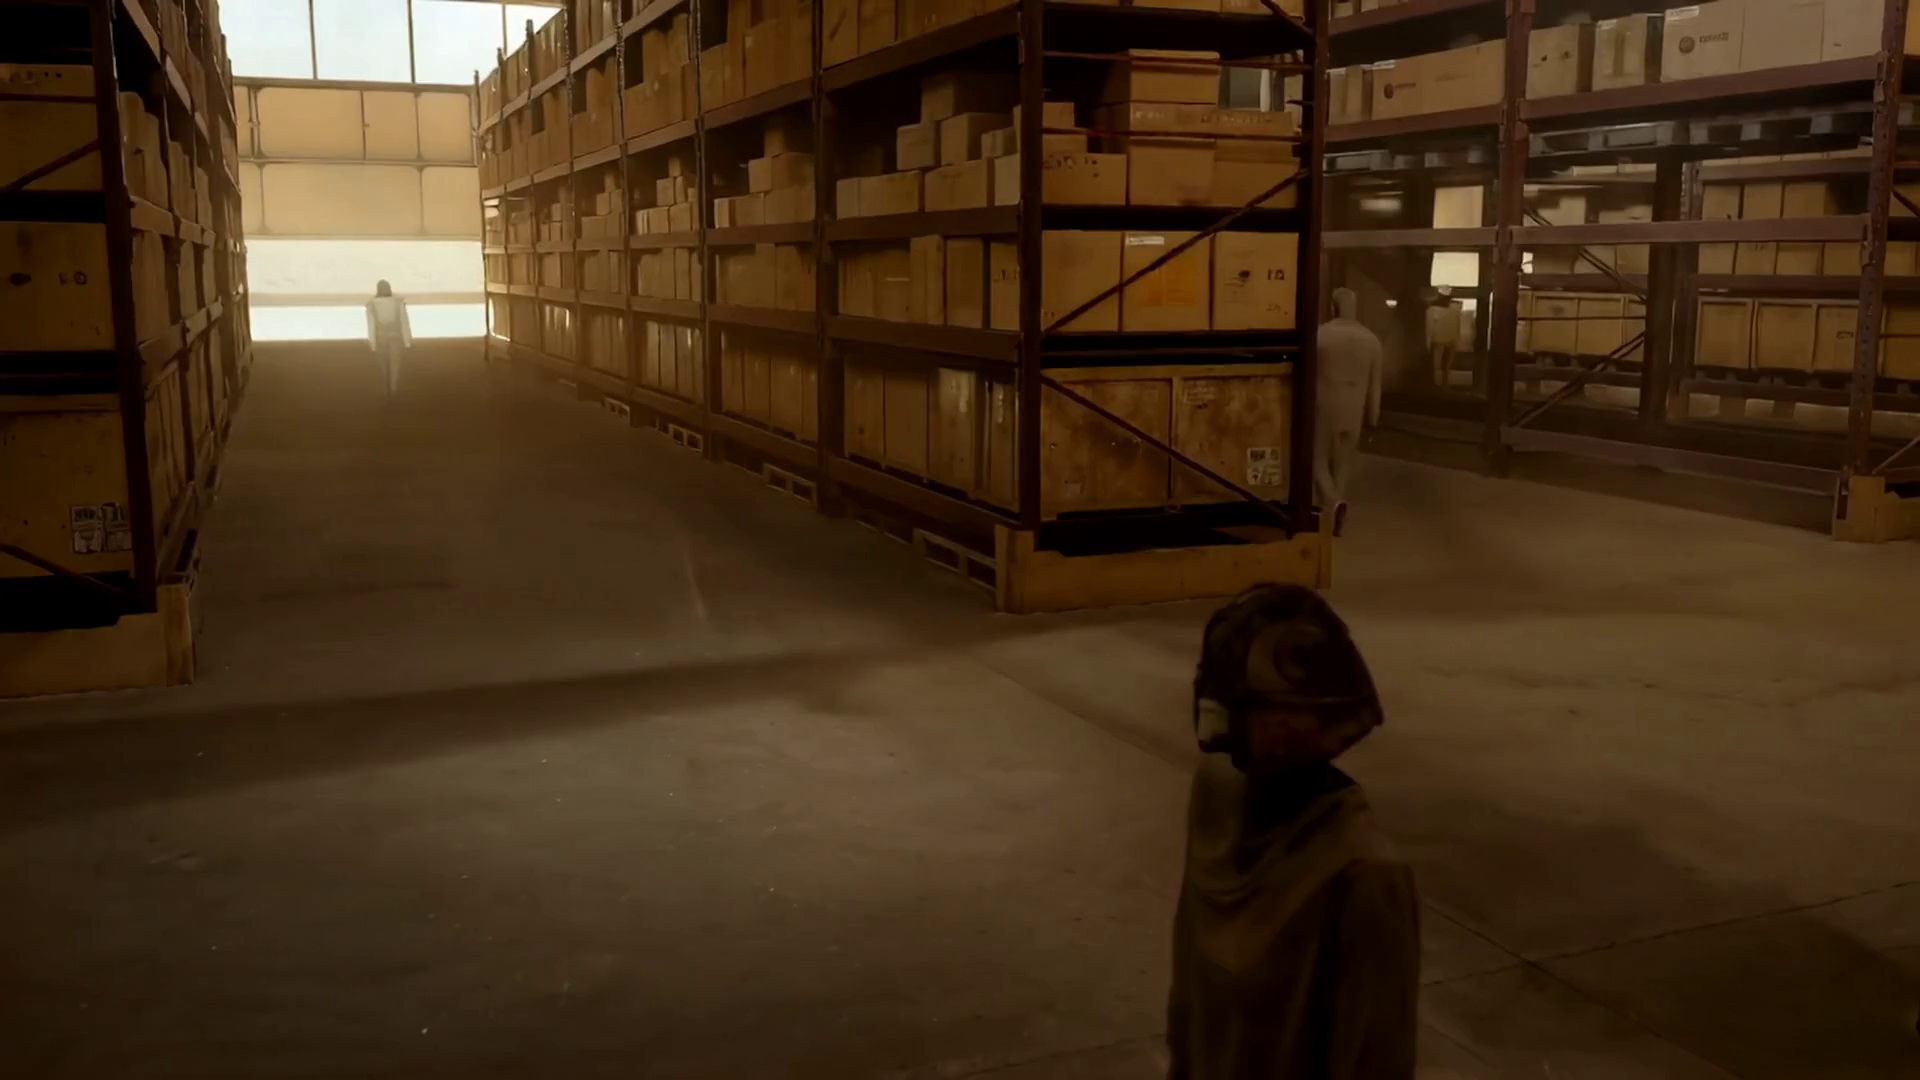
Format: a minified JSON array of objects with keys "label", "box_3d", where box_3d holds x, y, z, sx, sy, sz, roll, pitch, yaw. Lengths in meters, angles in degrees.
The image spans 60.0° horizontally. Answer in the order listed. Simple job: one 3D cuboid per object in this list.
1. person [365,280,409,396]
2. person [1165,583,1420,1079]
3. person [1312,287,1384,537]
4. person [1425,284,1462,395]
[{"label":"person","box_3d":[-8.931,-3.149,25.961,0.623,1.805,0.925,-2,10,-13]},{"label":"person","box_3d":[0.444,0.866,2.404,0.272,1.632,0.507,-4,10,-22]},{"label":"person","box_3d":[2.824,-0.932,12.405,0.668,1.889,0.630,-2,10,-11]},{"label":"person","box_3d":[7.329,-2.999,25.214,0.530,1.754,0.388,-2,10,-9]}]
